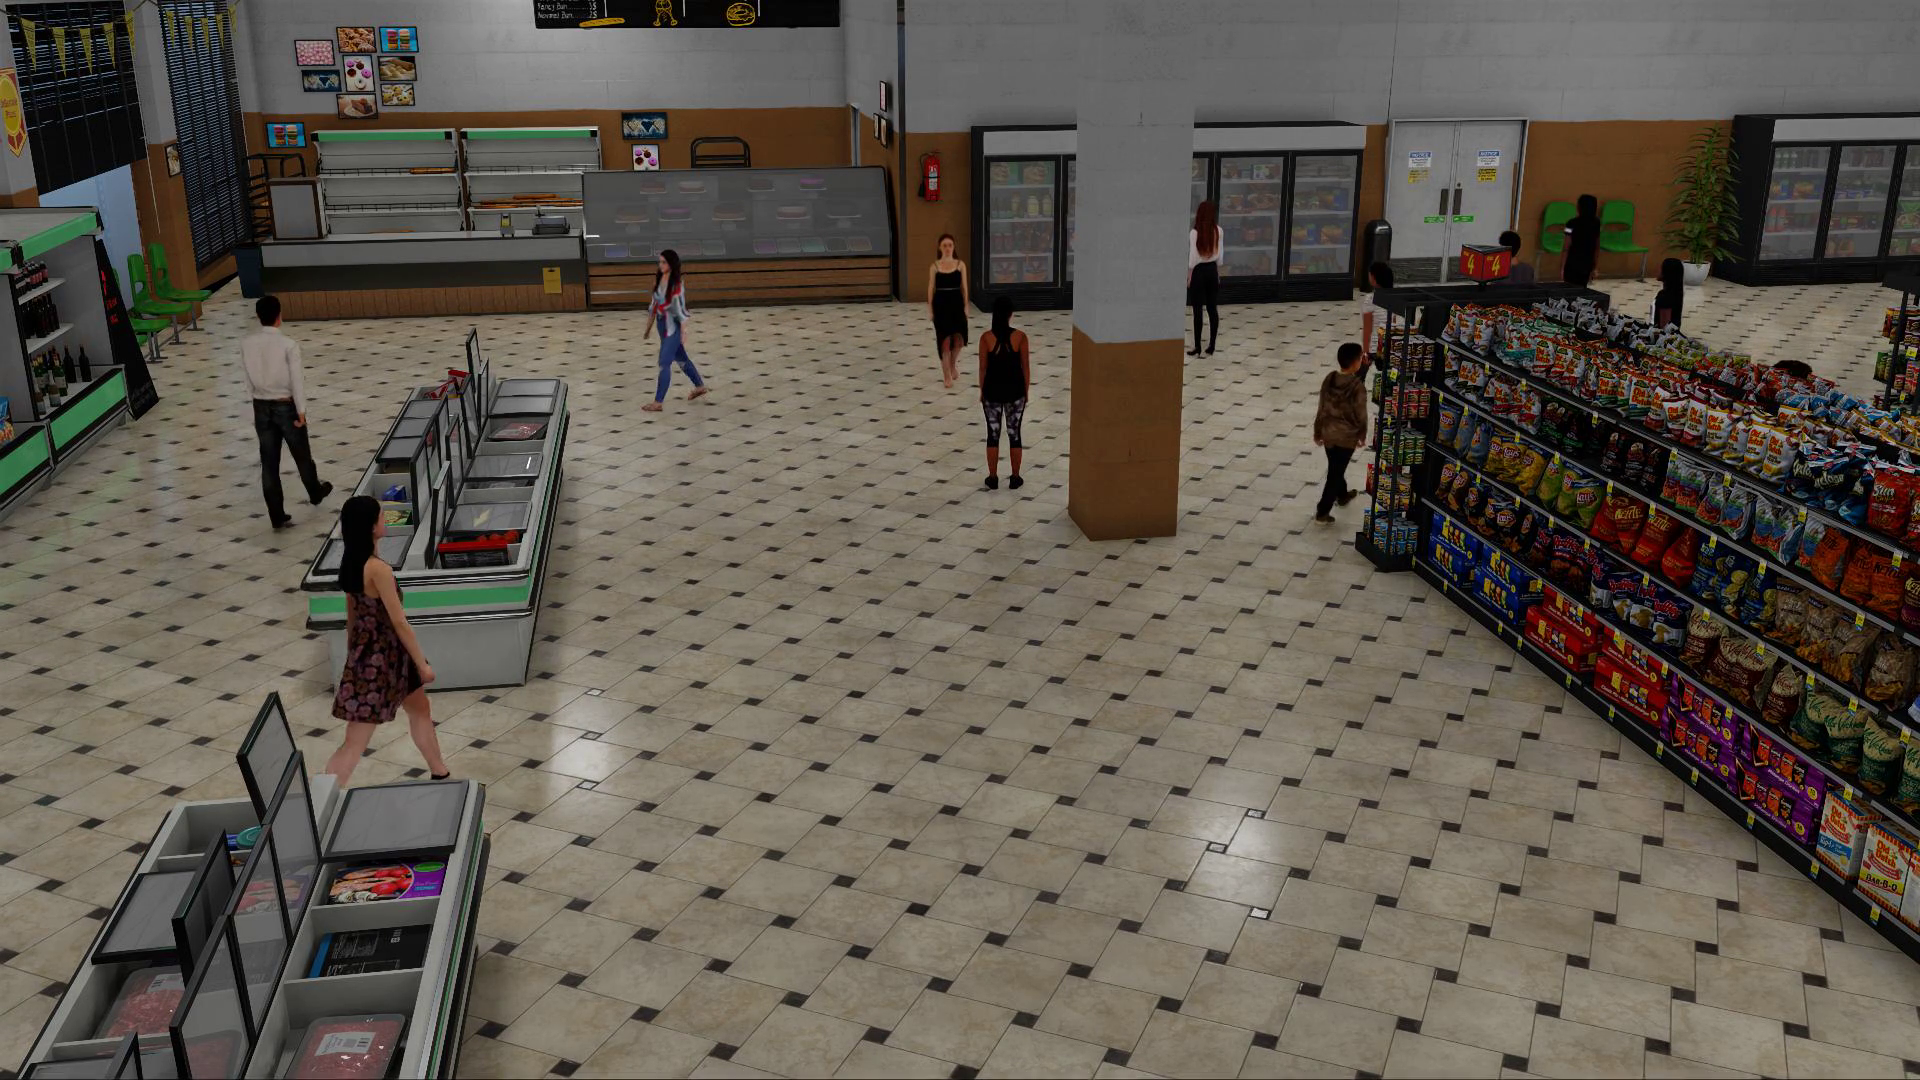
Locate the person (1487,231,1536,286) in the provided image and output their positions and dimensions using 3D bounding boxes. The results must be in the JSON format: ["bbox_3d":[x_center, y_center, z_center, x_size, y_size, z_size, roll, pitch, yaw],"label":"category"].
[{"bbox_3d":[5.302,-2.028,16.036,0.682,1.831,0.998,-4,19,-11],"label":"person"}]

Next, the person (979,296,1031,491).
[{"bbox_3d":[0.368,-1.247,13.988,0.610,1.660,0.561,0,19,0],"label":"person"}]

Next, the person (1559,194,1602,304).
[{"bbox_3d":[7.387,-3.219,19.741,0.606,1.722,0.802,-3,19,-10],"label":"person"}]

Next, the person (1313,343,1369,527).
[{"bbox_3d":[2.943,-0.798,13.034,0.986,1.418,1.010,-17,25,-42],"label":"person"}]

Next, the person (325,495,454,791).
[{"bbox_3d":[-2.920,0.682,8.156,1.095,1.731,1.187,-16,24,-39],"label":"person"}]

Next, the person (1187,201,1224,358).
[{"bbox_3d":[2.782,-2.971,18.947,0.626,1.758,0.564,-7,20,-21],"label":"person"}]

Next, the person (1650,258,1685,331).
[{"bbox_3d":[6.486,-1.745,15.360,0.787,1.728,0.718,11,22,29],"label":"person"}]

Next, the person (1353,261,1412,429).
[{"bbox_3d":[3.973,-1.760,15.597,0.782,1.605,1.176,-9,20,-24],"label":"person"}]

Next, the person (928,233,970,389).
[{"bbox_3d":[-0.128,-2.438,17.590,0.603,1.616,0.678,-2,19,-7],"label":"person"}]

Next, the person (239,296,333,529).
[{"bbox_3d":[-5.366,-0.962,12.969,0.834,1.771,1.159,1,19,2],"label":"person"}]

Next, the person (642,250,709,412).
[{"bbox_3d":[-2.824,-2.094,16.637,1.055,1.573,1.112,-17,25,-41],"label":"person"}]
